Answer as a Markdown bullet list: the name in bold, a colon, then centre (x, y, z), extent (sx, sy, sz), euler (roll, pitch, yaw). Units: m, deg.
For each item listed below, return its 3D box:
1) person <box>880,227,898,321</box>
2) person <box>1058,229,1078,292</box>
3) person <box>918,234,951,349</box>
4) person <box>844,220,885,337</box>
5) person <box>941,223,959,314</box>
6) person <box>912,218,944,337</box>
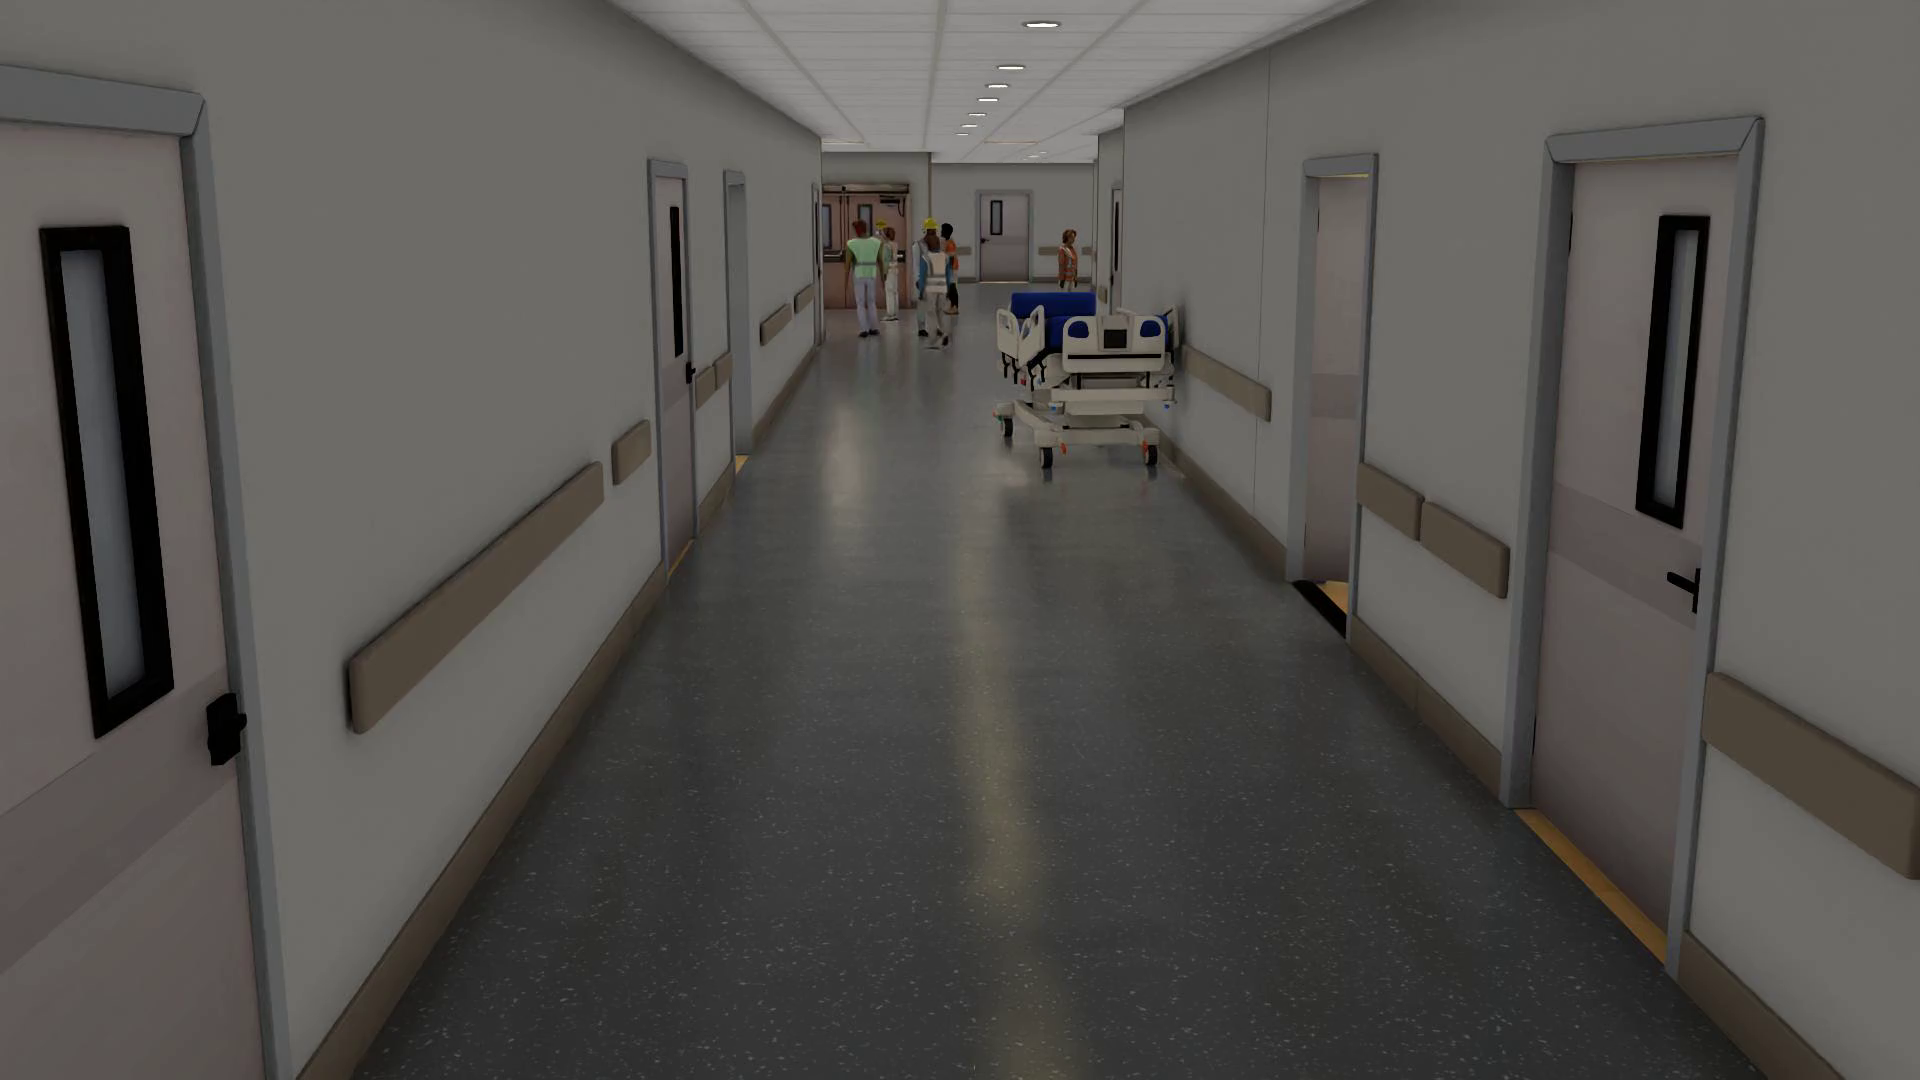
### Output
- **person**: centre (-1.238, -4.692, 29.334), extent (0.309, 1.644, 0.516), euler (3, 12, 16)
- **person**: centre (1.746, -4.211, 26.998), extent (0.310, 1.638, 0.522), euler (7, 13, 30)
- **person**: centre (-0.375, -3.544, 23.775), extent (0.530, 1.623, 0.365), euler (-8, 14, -34)
- **person**: centre (-1.507, -4.067, 25.936), extent (0.608, 1.796, 0.704), euler (-5, 13, -22)
- **person**: centre (-0.197, -5.041, 30.941), extent (0.327, 1.689, 0.545), euler (-3, 12, -12)
- **person**: centre (-0.458, -4.095, 25.956), extent (0.589, 1.834, 0.403), euler (-10, 15, -40)
